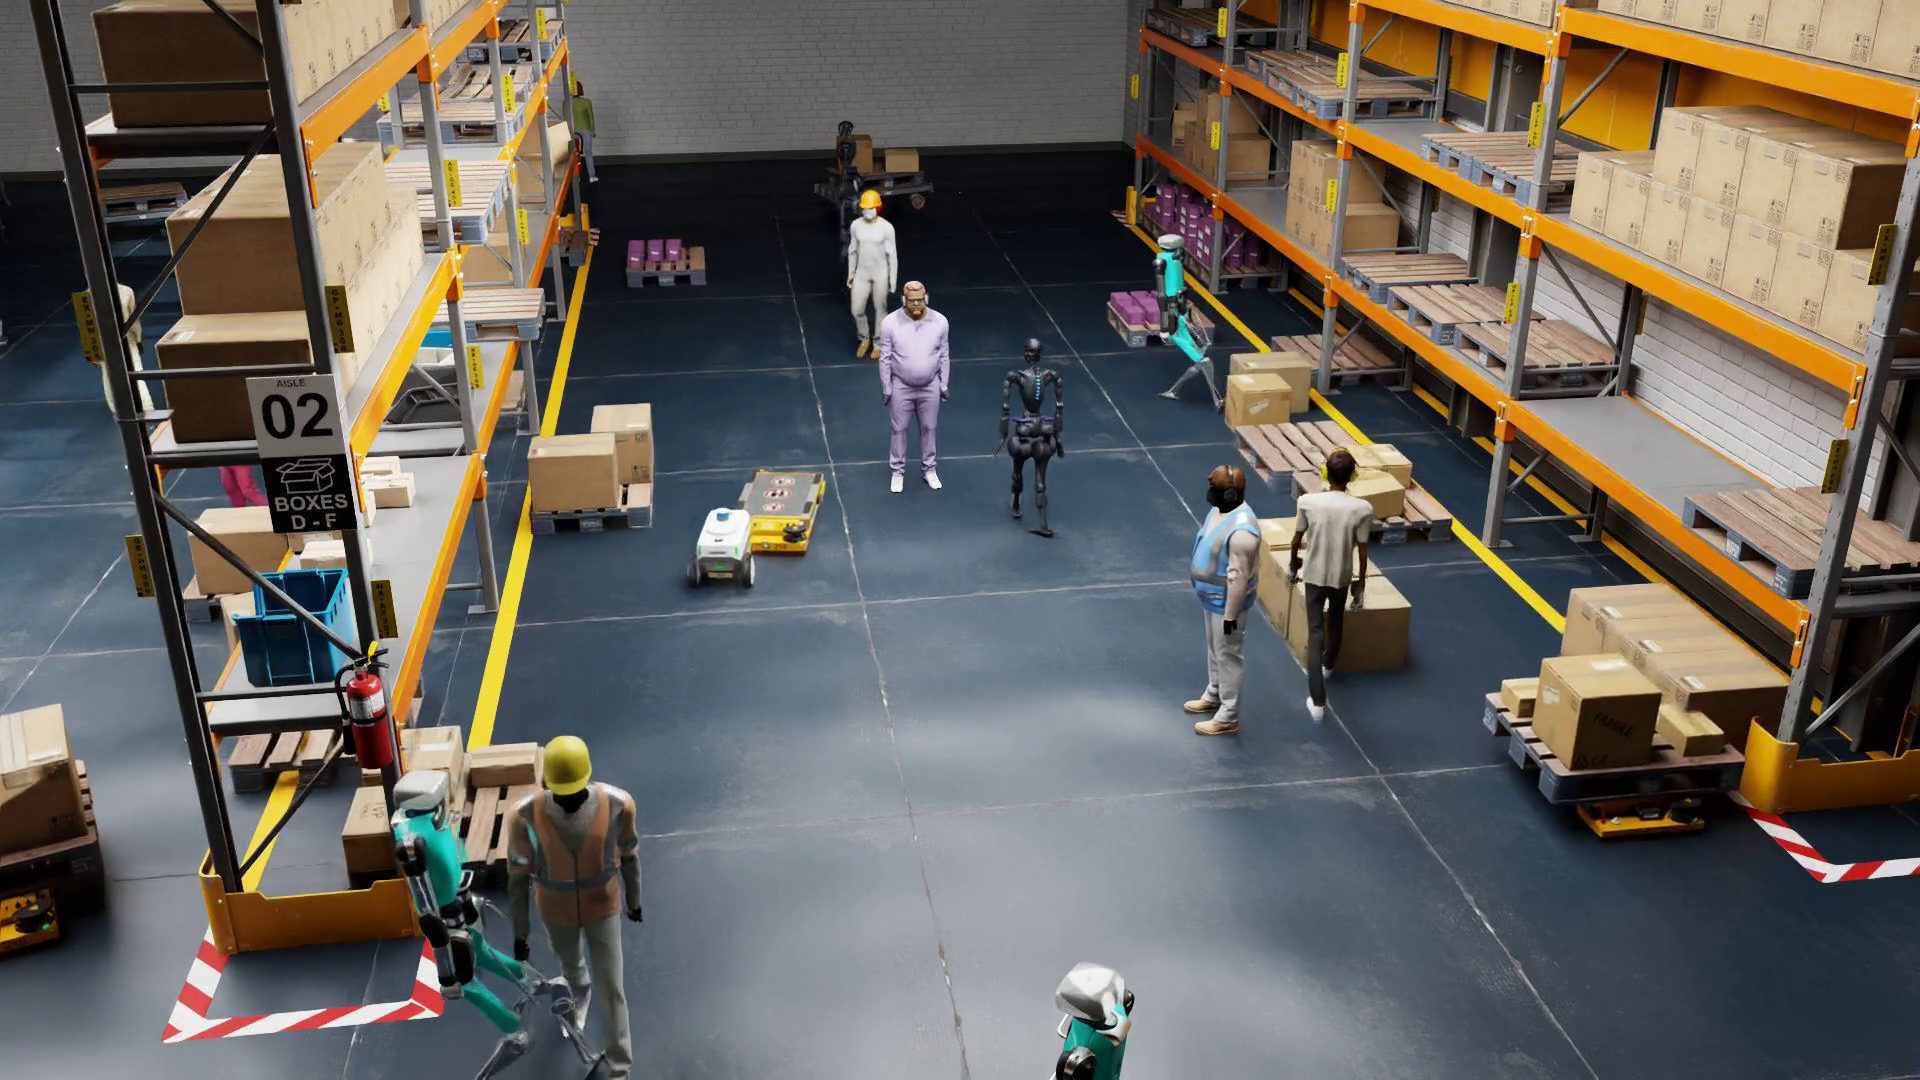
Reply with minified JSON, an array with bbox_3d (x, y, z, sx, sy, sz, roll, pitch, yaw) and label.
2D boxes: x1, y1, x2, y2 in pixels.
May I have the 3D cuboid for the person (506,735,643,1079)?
[{"bbox_3d":[-1.798,1.703,7.809,0.613,1.879,0.936,-5,24,-12],"label":"person"}]

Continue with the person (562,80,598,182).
[{"bbox_3d":[-6.202,-6.665,27.159,0.498,1.633,0.278,-1,24,-2],"label":"person"}]

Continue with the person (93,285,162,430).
[{"bbox_3d":[-8.227,-1.907,16.230,0.914,1.695,0.588,21,31,39],"label":"person"}]

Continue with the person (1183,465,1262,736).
[{"bbox_3d":[1.715,0.381,10.870,0.430,1.839,0.631,-2,24,-5],"label":"person"}]

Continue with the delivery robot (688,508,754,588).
[{"bbox_3d":[-1.875,0.060,13.208,0.499,0.613,0.789,0,24,0],"label":"delivery robot"}]

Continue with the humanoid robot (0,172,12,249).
[{"bbox_3d":[-13.348,-4.740,22.777,0.589,1.626,0.770,-7,25,-16],"label":"humanoid robot"}]

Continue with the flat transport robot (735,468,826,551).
[{"bbox_3d":[-1.562,-0.266,14.285,0.659,0.231,1.431,1,24,2],"label":"flat transport robot"}]

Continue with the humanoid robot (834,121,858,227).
[{"bbox_3d":[-1.604,-5.071,23.483,0.355,1.650,0.601,0,24,-1],"label":"humanoid robot"}]

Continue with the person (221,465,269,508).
[{"bbox_3d":[-5.930,-0.722,13.661,0.457,1.603,0.686,-15,28,-31],"label":"person"}]

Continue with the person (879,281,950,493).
[{"bbox_3d":[-0.393,-1.355,14.731,0.637,1.908,0.412,-5,24,-12],"label":"person"}]

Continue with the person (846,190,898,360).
[{"bbox_3d":[-0.981,-2.888,18.250,0.600,1.882,0.504,6,24,12],"label":"person"}]

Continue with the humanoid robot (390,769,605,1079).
[{"bbox_3d":[-2.055,1.859,7.689,0.932,1.813,0.572,-3,24,-7],"label":"humanoid robot"}]

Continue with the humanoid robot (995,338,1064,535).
[{"bbox_3d":[0.586,-0.877,13.971,0.614,1.609,0.718,-8,25,-18],"label":"humanoid robot"}]

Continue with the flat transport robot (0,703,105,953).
[{"bbox_3d":[-5.499,1.893,9.365,0.659,0.231,1.431,-13,27,-27],"label":"flat transport robot"}]

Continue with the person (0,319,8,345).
[{"bbox_3d":[-11.051,-3.056,18.579,0.533,1.919,0.807,-10,26,-21],"label":"person"}]

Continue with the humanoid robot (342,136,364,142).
[{"bbox_3d":[-7.820,-4.462,22.037,0.530,1.821,0.666,8,25,17],"label":"humanoid robot"}]

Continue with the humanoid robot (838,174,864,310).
[{"bbox_3d":[-1.308,-3.606,20.135,0.461,1.641,0.598,16,28,32],"label":"humanoid robot"}]

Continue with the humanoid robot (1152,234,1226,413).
[{"bbox_3d":[2.408,-2.154,16.781,0.966,1.774,0.555,15,28,30],"label":"humanoid robot"}]

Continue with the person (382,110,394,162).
[{"bbox_3d":[-8.005,-5.283,23.774,0.653,1.825,0.483,9,25,20],"label":"person"}]

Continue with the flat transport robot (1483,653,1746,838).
[{"bbox_3d":[4.010,1.399,10.491,0.659,0.231,1.431,-3,24,-7],"label":"flat transport robot"}]

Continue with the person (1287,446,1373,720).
[{"bbox_3d":[2.472,0.228,11.236,0.494,1.822,0.939,2,24,5],"label":"person"}]

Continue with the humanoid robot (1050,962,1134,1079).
[{"bbox_3d":[0.271,2.312,6.418,0.735,1.677,0.533,11,26,23],"label":"humanoid robot"}]
